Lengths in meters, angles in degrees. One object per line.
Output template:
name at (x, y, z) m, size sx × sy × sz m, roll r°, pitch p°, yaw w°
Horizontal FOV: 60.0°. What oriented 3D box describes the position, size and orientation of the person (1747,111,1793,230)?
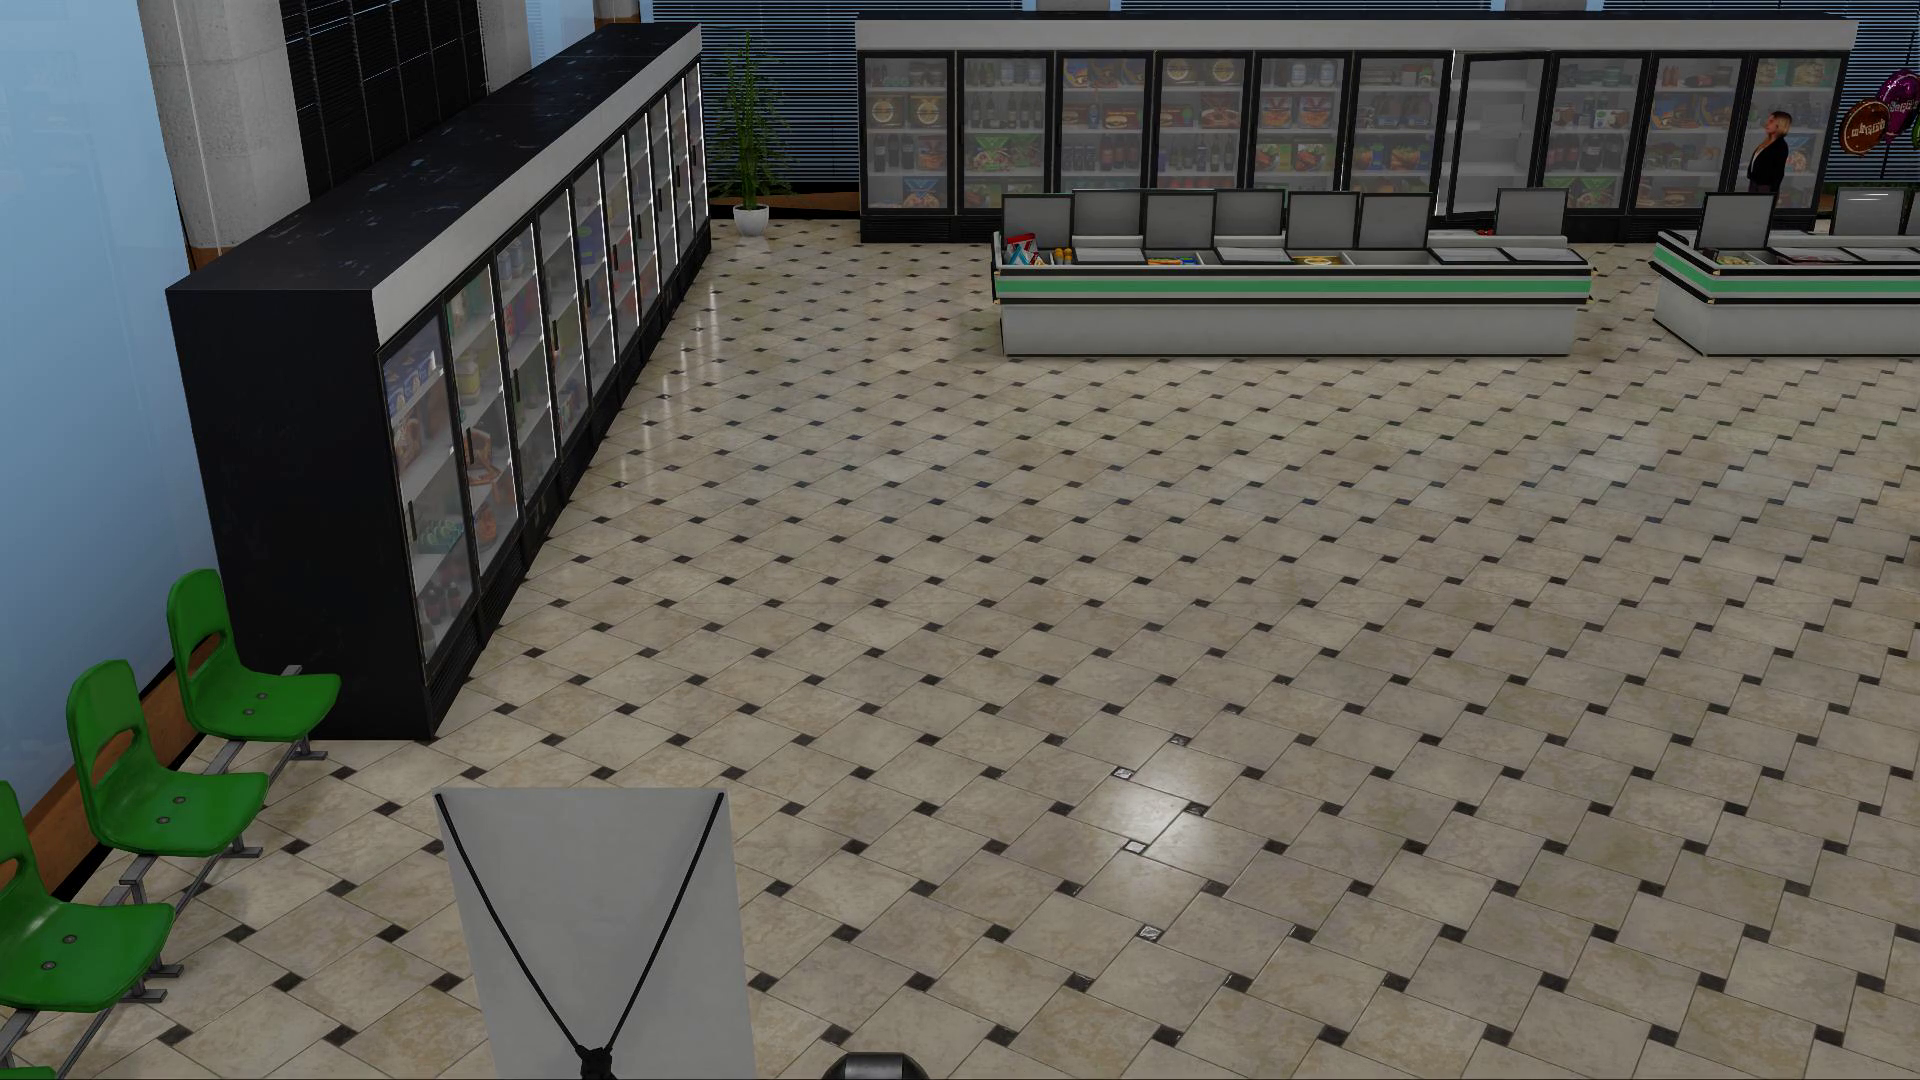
person at (7.701, -3.258, 15.925) m, size 0.505 × 1.671 × 0.588 m, roll 0°, pitch 24°, yaw 0°
